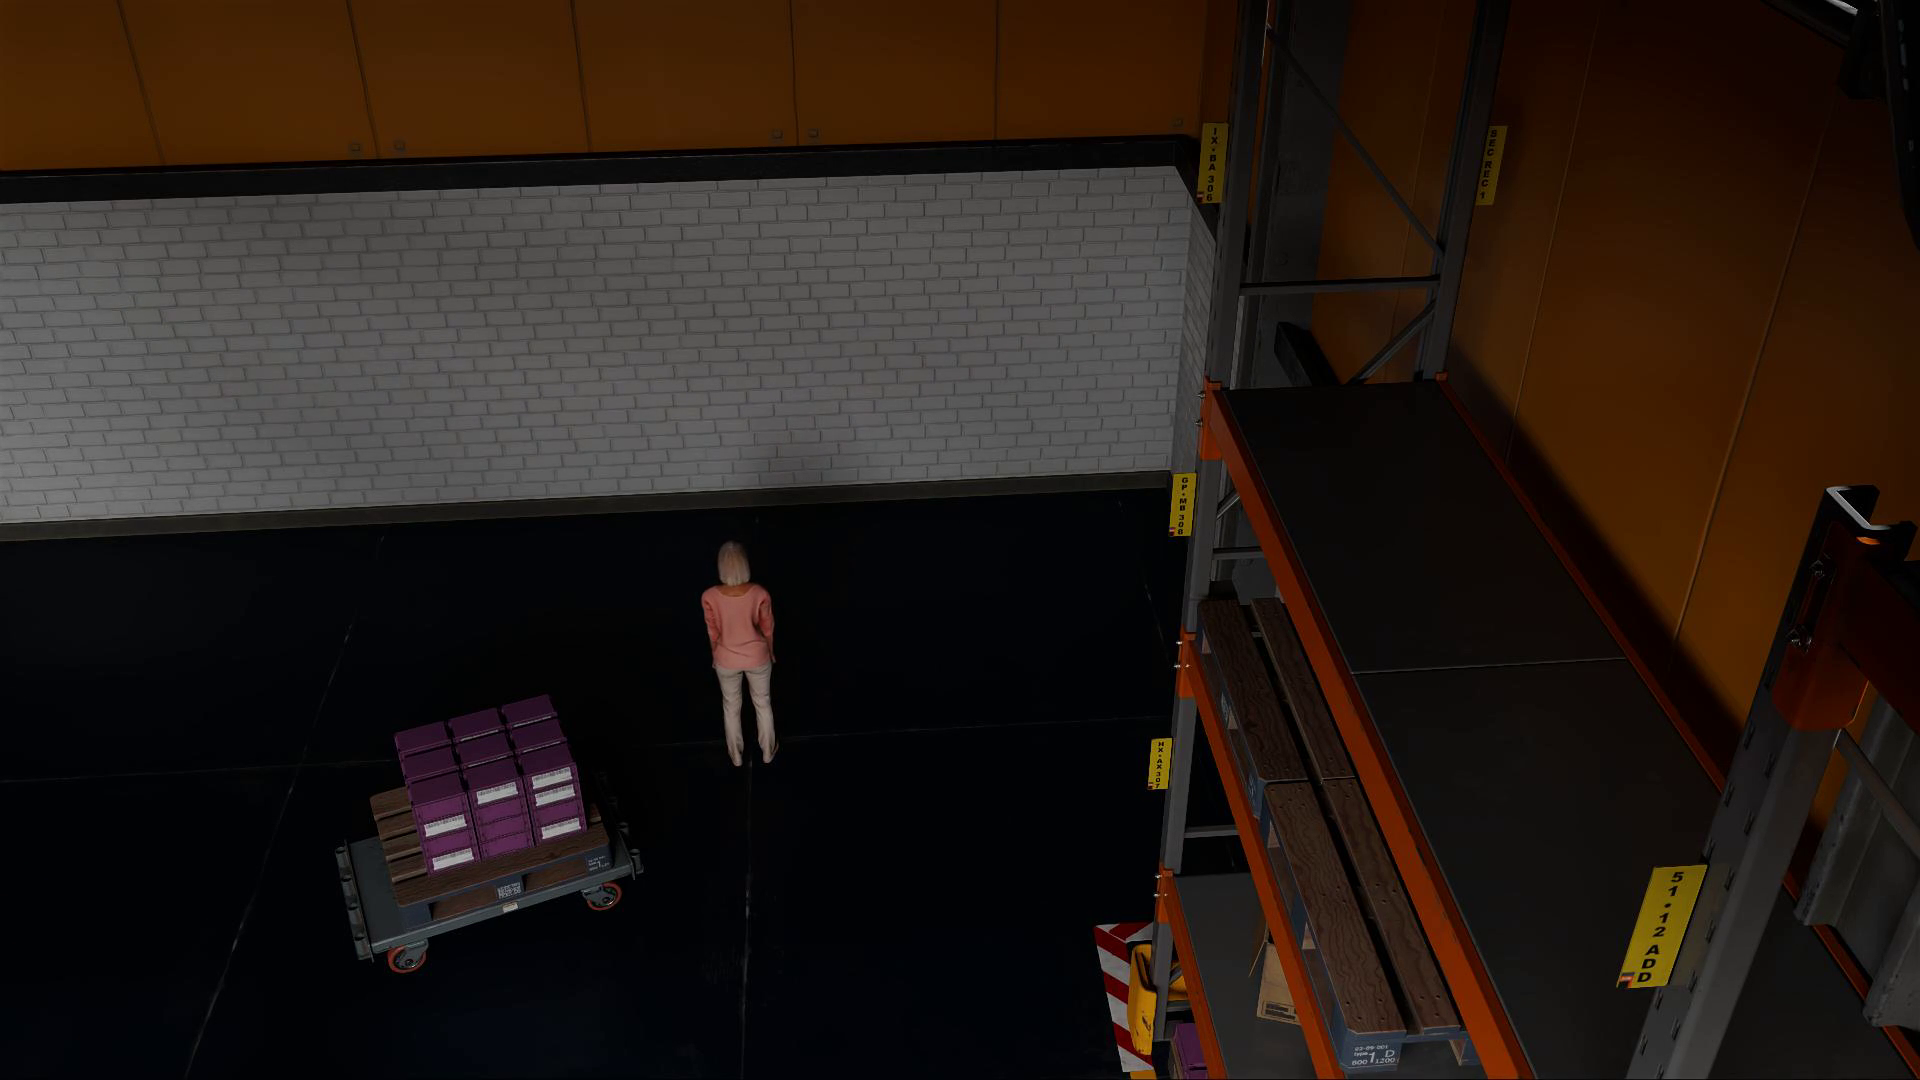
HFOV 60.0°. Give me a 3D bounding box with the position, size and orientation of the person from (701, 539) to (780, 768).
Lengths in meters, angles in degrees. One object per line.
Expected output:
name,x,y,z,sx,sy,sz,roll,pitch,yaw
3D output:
person,-1.400,0.734,10.694,0.602,1.724,0.523,-4,34,-6
